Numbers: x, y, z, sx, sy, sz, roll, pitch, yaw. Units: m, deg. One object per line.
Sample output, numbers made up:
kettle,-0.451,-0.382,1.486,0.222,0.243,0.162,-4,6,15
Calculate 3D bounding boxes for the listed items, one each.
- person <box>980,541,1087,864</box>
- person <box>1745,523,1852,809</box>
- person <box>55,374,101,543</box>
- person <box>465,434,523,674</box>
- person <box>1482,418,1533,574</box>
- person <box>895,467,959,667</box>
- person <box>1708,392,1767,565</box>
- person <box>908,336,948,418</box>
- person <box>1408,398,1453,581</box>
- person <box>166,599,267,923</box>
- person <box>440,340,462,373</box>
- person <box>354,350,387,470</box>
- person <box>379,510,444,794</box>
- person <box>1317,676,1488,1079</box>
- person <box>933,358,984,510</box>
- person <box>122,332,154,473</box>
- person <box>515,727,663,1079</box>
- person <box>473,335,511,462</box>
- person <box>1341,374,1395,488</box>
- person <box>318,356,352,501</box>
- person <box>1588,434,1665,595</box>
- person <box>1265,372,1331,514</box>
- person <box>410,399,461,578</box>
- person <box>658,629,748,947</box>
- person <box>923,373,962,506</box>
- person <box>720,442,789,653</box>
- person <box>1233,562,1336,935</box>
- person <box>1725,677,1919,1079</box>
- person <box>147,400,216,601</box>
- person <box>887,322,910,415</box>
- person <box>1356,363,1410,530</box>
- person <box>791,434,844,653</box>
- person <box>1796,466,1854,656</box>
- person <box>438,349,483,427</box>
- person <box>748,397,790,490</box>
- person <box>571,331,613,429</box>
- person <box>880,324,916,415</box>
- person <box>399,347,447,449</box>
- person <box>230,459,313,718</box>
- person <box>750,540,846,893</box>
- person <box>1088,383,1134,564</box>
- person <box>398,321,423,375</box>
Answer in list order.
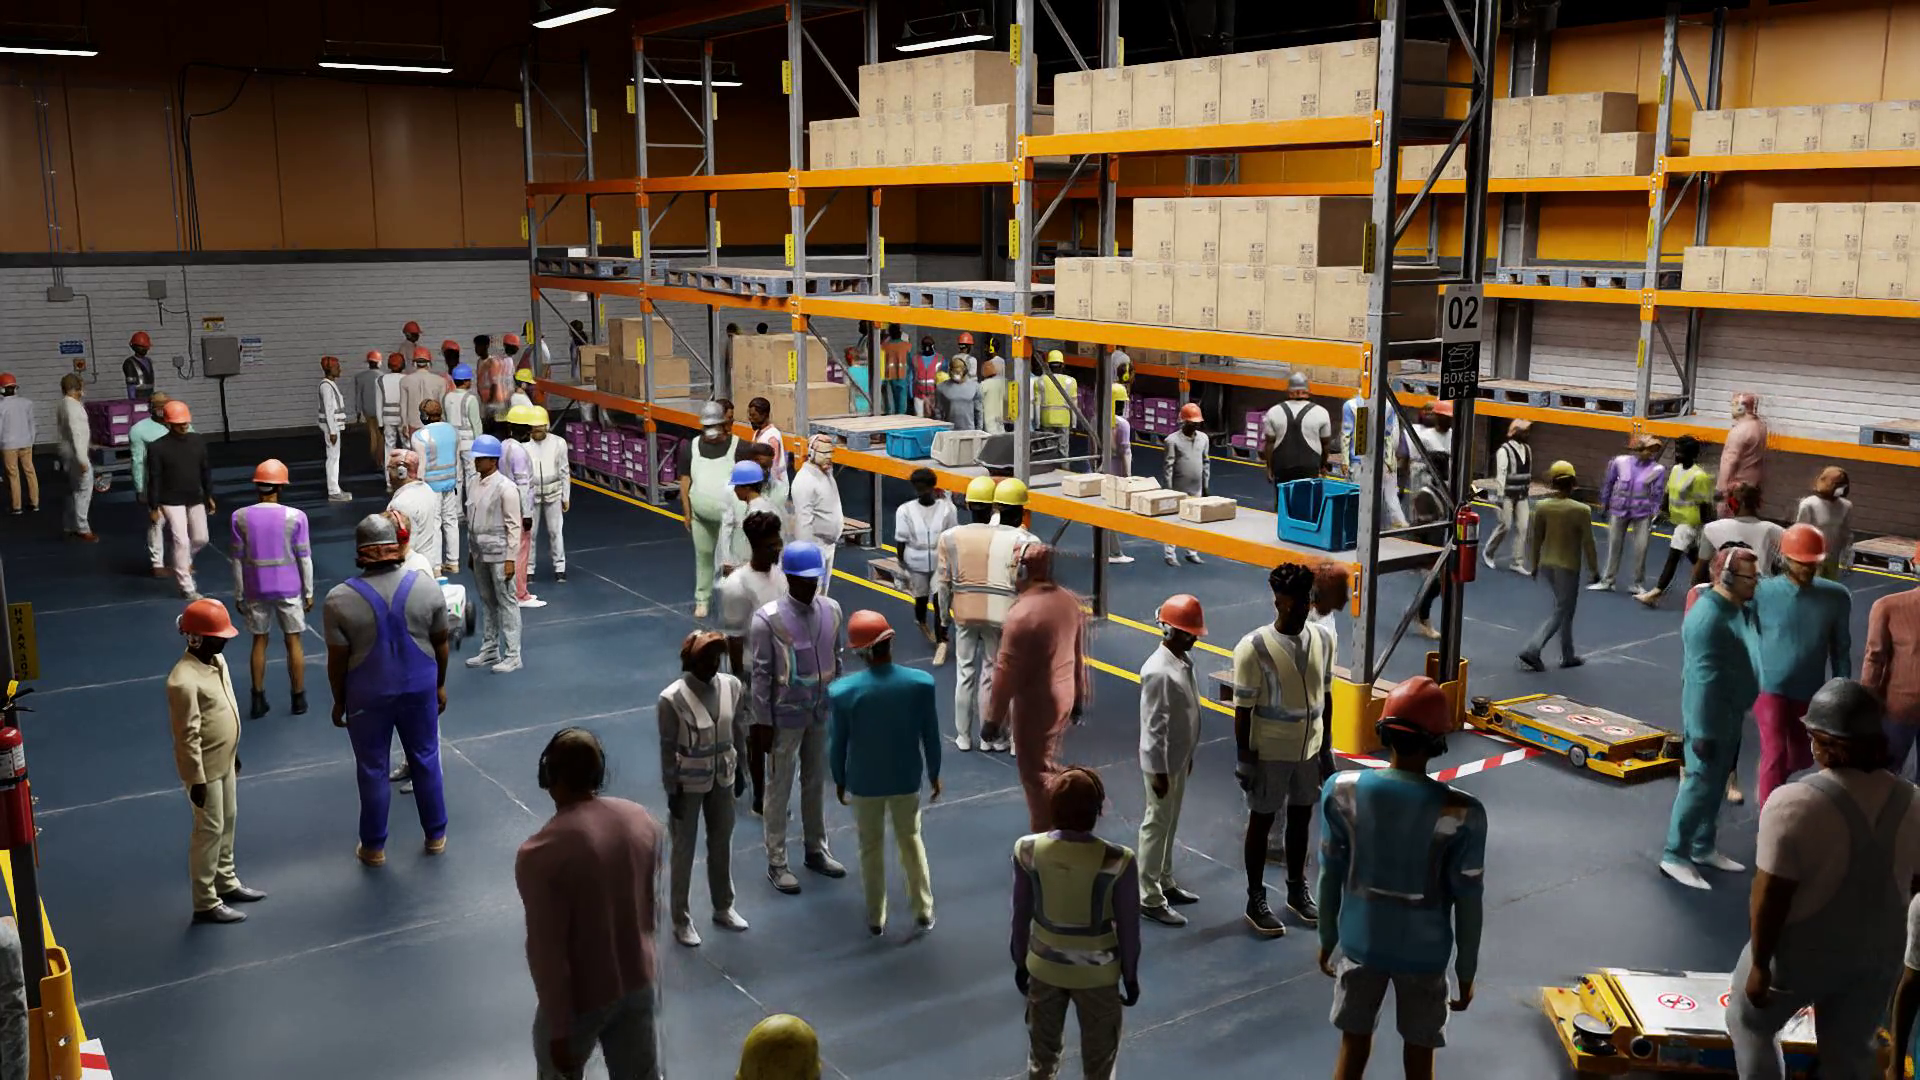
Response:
person,0.427,0.942,9.436,0.483,1.885,0.686,6,13,30
person,4.853,0.833,9.785,0.611,1.962,0.768,2,11,9
person,-10.065,-0.913,18.882,0.383,1.913,0.704,-7,13,-33
person,-3.800,0.107,13.533,0.604,1.951,0.380,9,14,38
person,5.730,-0.455,17.300,0.570,1.618,0.500,-6,13,-28
person,-0.271,0.176,13.942,0.567,1.657,0.770,-1,11,-4
person,8.009,-0.601,17.314,0.690,1.883,0.680,10,15,41
person,-0.500,-2.234,25.877,0.636,1.859,0.490,1,11,6
person,4.841,-0.539,16.986,0.553,1.921,0.847,-3,12,-16
person,-3.912,1.154,8.730,0.355,1.737,0.576,-1,11,-6
person,-7.228,-1.887,23.780,0.357,1.935,0.551,1,11,3
person,-8.547,-1.924,24.471,0.575,1.728,0.668,1,11,4
person,-3.553,0.703,10.784,0.396,1.836,0.561,-10,15,-40
person,1.633,1.501,6.201,0.609,2.036,0.406,6,12,26
person,-0.018,-1.332,20.949,0.635,1.930,0.353,1,11,3
person,-11.761,-1.980,23.988,0.394,2.040,0.609,1,11,4
person,-1.331,1.612,5.992,1.007,1.881,0.648,9,14,38
person,-7.104,-2.089,24.816,0.961,1.923,0.642,-10,15,-40
person,4.534,-0.907,18.485,0.605,2.045,0.377,-2,11,-9
person,-8.157,-1.447,21.660,0.342,1.882,0.587,-3,12,-17
person,6.484,-0.243,16.209,0.647,1.608,0.329,6,13,30
person,3.697,-0.841,18.157,0.690,2.000,0.844,4,12,21
person,-5.399,-0.532,17.088,0.429,1.844,0.625,5,12,25
person,-1.313,1.250,8.513,0.528,1.630,0.315,-10,15,-42
person,-0.201,-1.287,21.260,0.532,1.717,0.796,-1,11,-7
person,-1.717,0.108,13.735,0.623,1.880,0.856,-5,12,-22
person,1.681,1.067,8.616,0.609,1.962,0.378,-5,12,-25
person,3.231,1.485,6.250,0.711,2.000,0.593,-1,11,-3
person,-7.555,-0.389,16.059,0.708,1.962,0.640,6,13,29
person,-1.206,-3.199,30.773,0.570,1.832,0.399,1,11,3
person,4.920,-1.077,19.363,0.705,2.000,0.905,-9,14,-38
person,-1.167,0.064,13.882,0.399,1.905,0.643,2,11,12
person,7.256,0.183,13.967,0.516,1.617,0.361,-2,11,-11
person,-6.883,-1.668,22.764,1.023,1.897,0.600,7,13,32
person,-1.920,-0.481,16.664,0.402,1.909,0.599,-4,12,-21
person,-6.116,-2.563,27.562,0.589,1.810,0.686,9,14,37
person,-0.983,-2.717,28.220,0.647,1.862,0.919,4,12,18
person,-7.028,-1.534,21.856,0.617,1.986,0.408,-3,12,-16
person,-5.075,0.361,12.328,0.550,1.924,0.390,-3,11,-13
person,-0.876,0.954,9.206,0.604,1.949,0.389,-10,15,-41
person,1.629,-0.711,17.780,0.375,1.925,0.595,-8,14,-37
person,-8.937,-2.579,27.196,0.417,1.985,0.626,1,11,7
